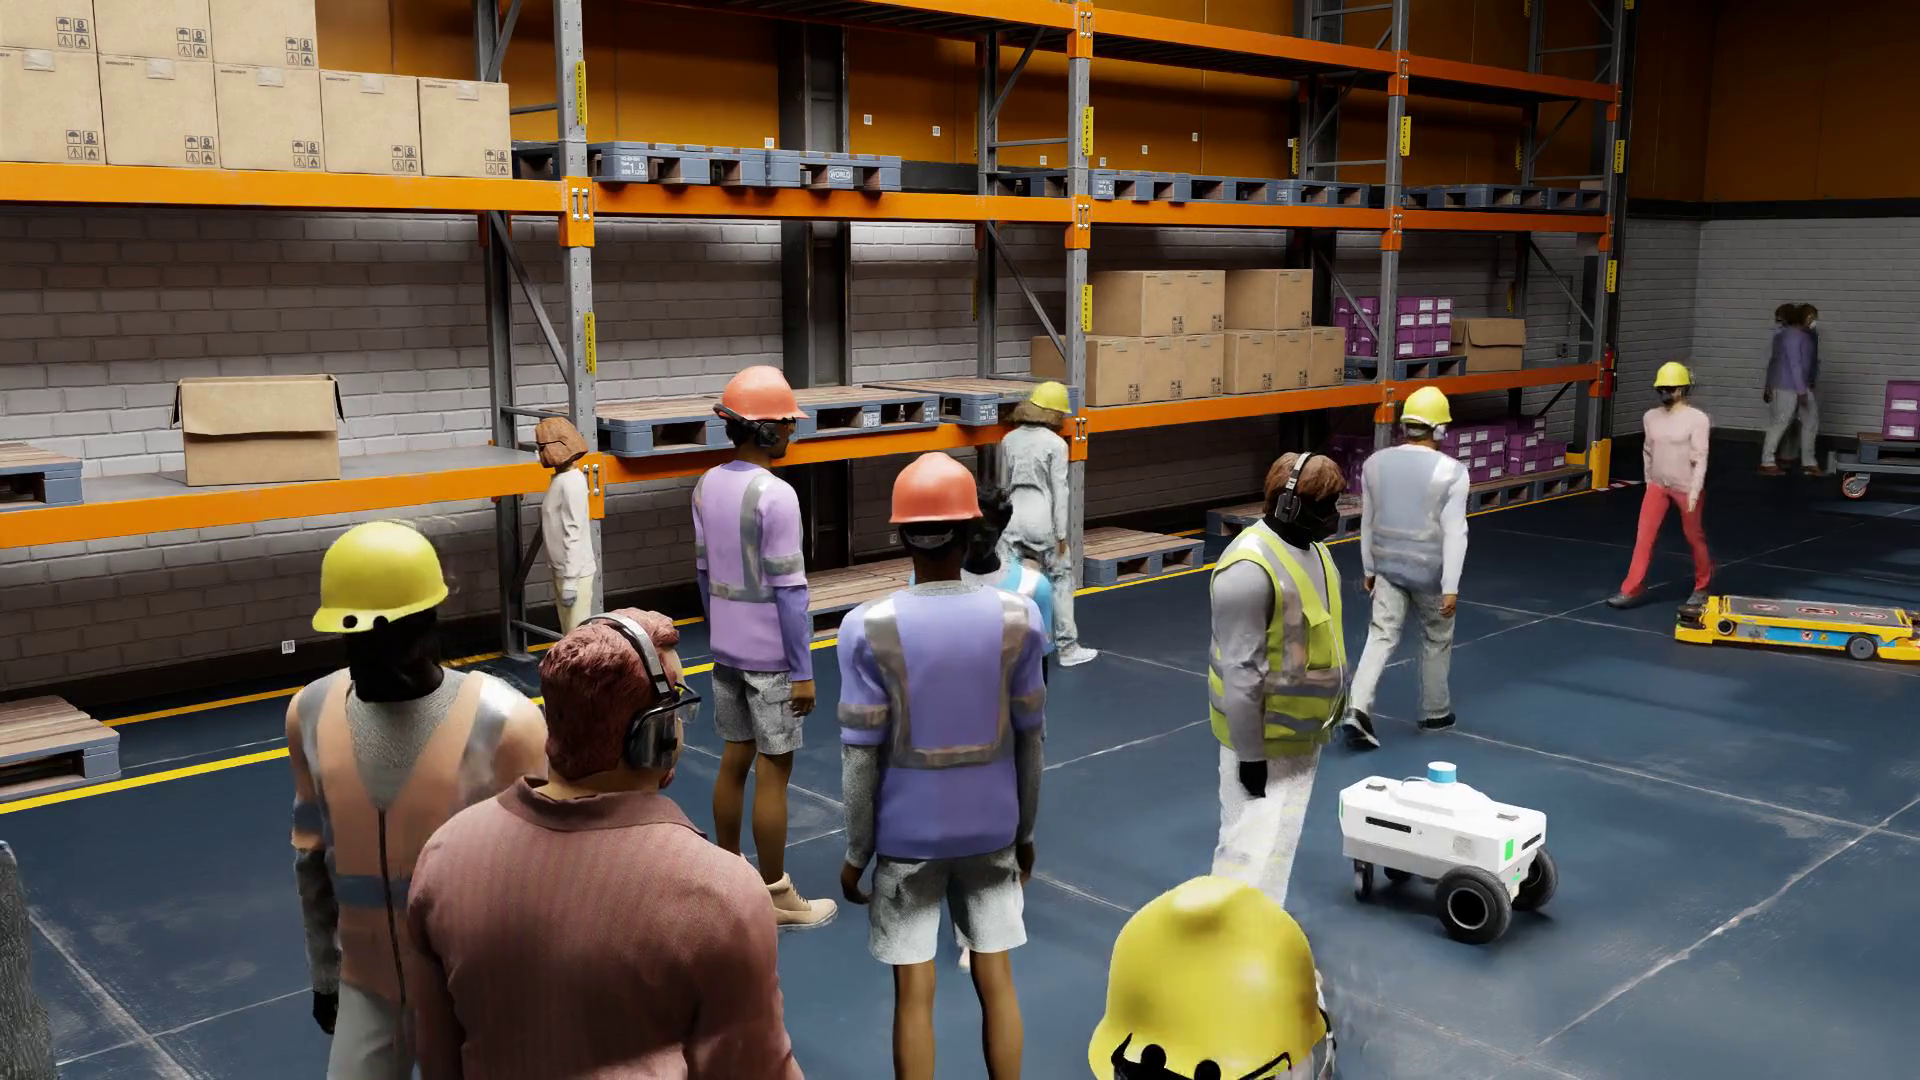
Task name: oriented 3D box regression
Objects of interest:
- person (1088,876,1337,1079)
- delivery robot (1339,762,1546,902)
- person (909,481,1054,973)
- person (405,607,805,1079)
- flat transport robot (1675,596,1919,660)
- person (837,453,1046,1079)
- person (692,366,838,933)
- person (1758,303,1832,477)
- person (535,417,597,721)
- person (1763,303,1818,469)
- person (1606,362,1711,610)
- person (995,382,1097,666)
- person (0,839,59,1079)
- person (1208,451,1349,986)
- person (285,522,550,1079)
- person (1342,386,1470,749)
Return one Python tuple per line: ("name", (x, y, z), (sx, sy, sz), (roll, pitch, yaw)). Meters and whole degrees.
("person", (0.283, 1.237, 1.853), (0.592, 1.781, 0.933), (6, 11, 29))
("delivery robot", (1.773, 1.067, 6.163), (0.707, 0.478, 0.477), (8, 13, 40))
("person", (0.075, 0.592, 5.970), (0.524, 1.668, 0.840), (2, 10, 12))
("person", (-0.514, 1.048, 2.600), (0.651, 1.906, 0.401), (4, 11, 24))
("flat transport robot", (5.261, 0.531, 10.403), (1.431, 0.197, 0.652), (4, 11, 24))
("person", (-0.053, 0.741, 4.318), (0.546, 1.934, 0.376), (-3, 10, -15))
("person", (-0.714, 0.396, 6.016), (0.371, 2.044, 0.607), (-8, 13, -39))
("person", (9.256, -1.624, 18.246), (0.841, 1.909, 0.647), (9, 13, 42))
("person", (-1.991, 0.189, 8.447), (0.270, 1.627, 0.499), (-4, 11, -23))
("person", (9.514, -1.744, 19.000), (0.715, 1.897, 0.376), (-3, 10, -20))
("person", (4.910, -0.364, 11.437), (0.940, 1.713, 0.540), (-7, 12, -34))
("person", (0.461, -0.074, 9.764), (0.576, 1.698, 0.624), (7, 12, 34))
("person", (-1.717, 1.050, 2.612), (0.582, 1.895, 0.552), (0, 10, 1))
("person", (1.024, 0.622, 5.348), (0.430, 1.830, 0.618), (7, 12, 35))
("person", (-1.121, 0.899, 3.459), (0.599, 1.911, 0.430), (2, 10, 10))
("person", (2.219, 0.139, 8.241), (0.595, 1.801, 0.896), (9, 13, 42))
